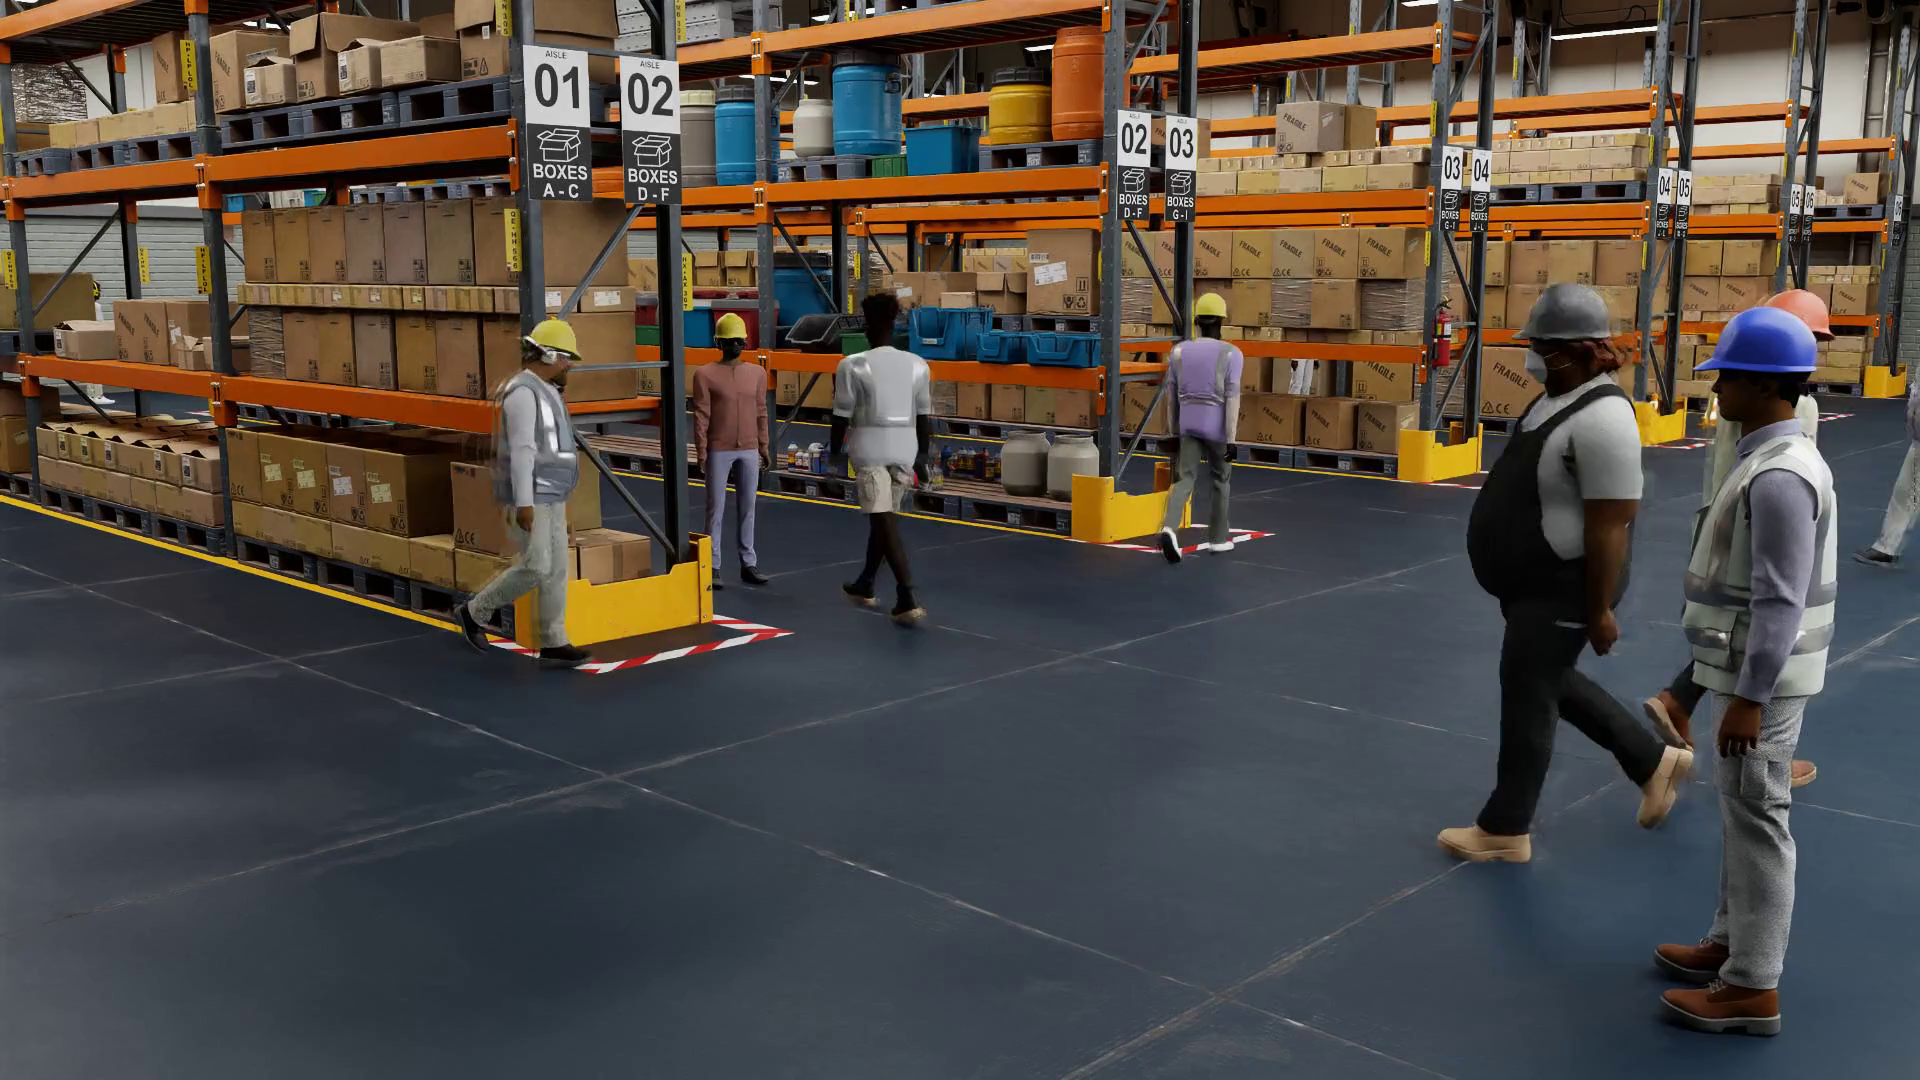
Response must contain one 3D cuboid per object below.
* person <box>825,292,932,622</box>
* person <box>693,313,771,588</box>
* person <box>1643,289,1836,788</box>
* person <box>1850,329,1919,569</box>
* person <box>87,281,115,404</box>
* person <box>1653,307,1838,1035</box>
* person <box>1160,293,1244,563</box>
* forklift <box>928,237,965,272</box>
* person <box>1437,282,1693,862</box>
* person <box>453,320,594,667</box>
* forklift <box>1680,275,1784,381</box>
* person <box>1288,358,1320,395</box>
[{"bbox_3d":[-0.466,-0.498,9.841,0.615,1.921,1.022,-6,11,-33],"label":"person"},{"bbox_3d":[-1.473,-0.583,10.798,0.532,1.768,0.311,-6,11,-32],"label":"person"},{"bbox_3d":[3.145,-0.003,6.605,0.564,1.970,0.646,0,9,-2],"label":"person"},{"bbox_3d":[6.495,-0.665,11.192,0.845,1.793,0.625,-1,9,-4],"label":"person"},{"bbox_3d":[-13.194,-3.009,25.393,0.511,1.859,0.313,7,12,37],"label":"person"},{"bbox_3d":[2.146,0.349,4.520,0.389,1.949,0.602,4,10,22],"label":"person"},{"bbox_3d":[1.696,-0.797,11.761,0.593,1.890,0.928,6,11,33],"label":"person"},{"bbox_3d":[-0.326,-5.817,39.609,1.129,2.768,1.873,9,13,43],"label":"forklift"},{"bbox_3d":[2.149,0.120,5.775,0.828,2.000,0.688,1,9,9],"label":"person"},{"bbox_3d":[-2.252,-0.232,8.575,0.619,1.790,0.658,1,9,4],"label":"person"},{"bbox_3d":[12.480,-3.427,27.053,1.214,2.155,2.313,9,13,43],"label":"forklift"},{"bbox_3d":[4.358,-2.313,21.048,0.355,1.883,0.574,8,12,41],"label":"person"}]
